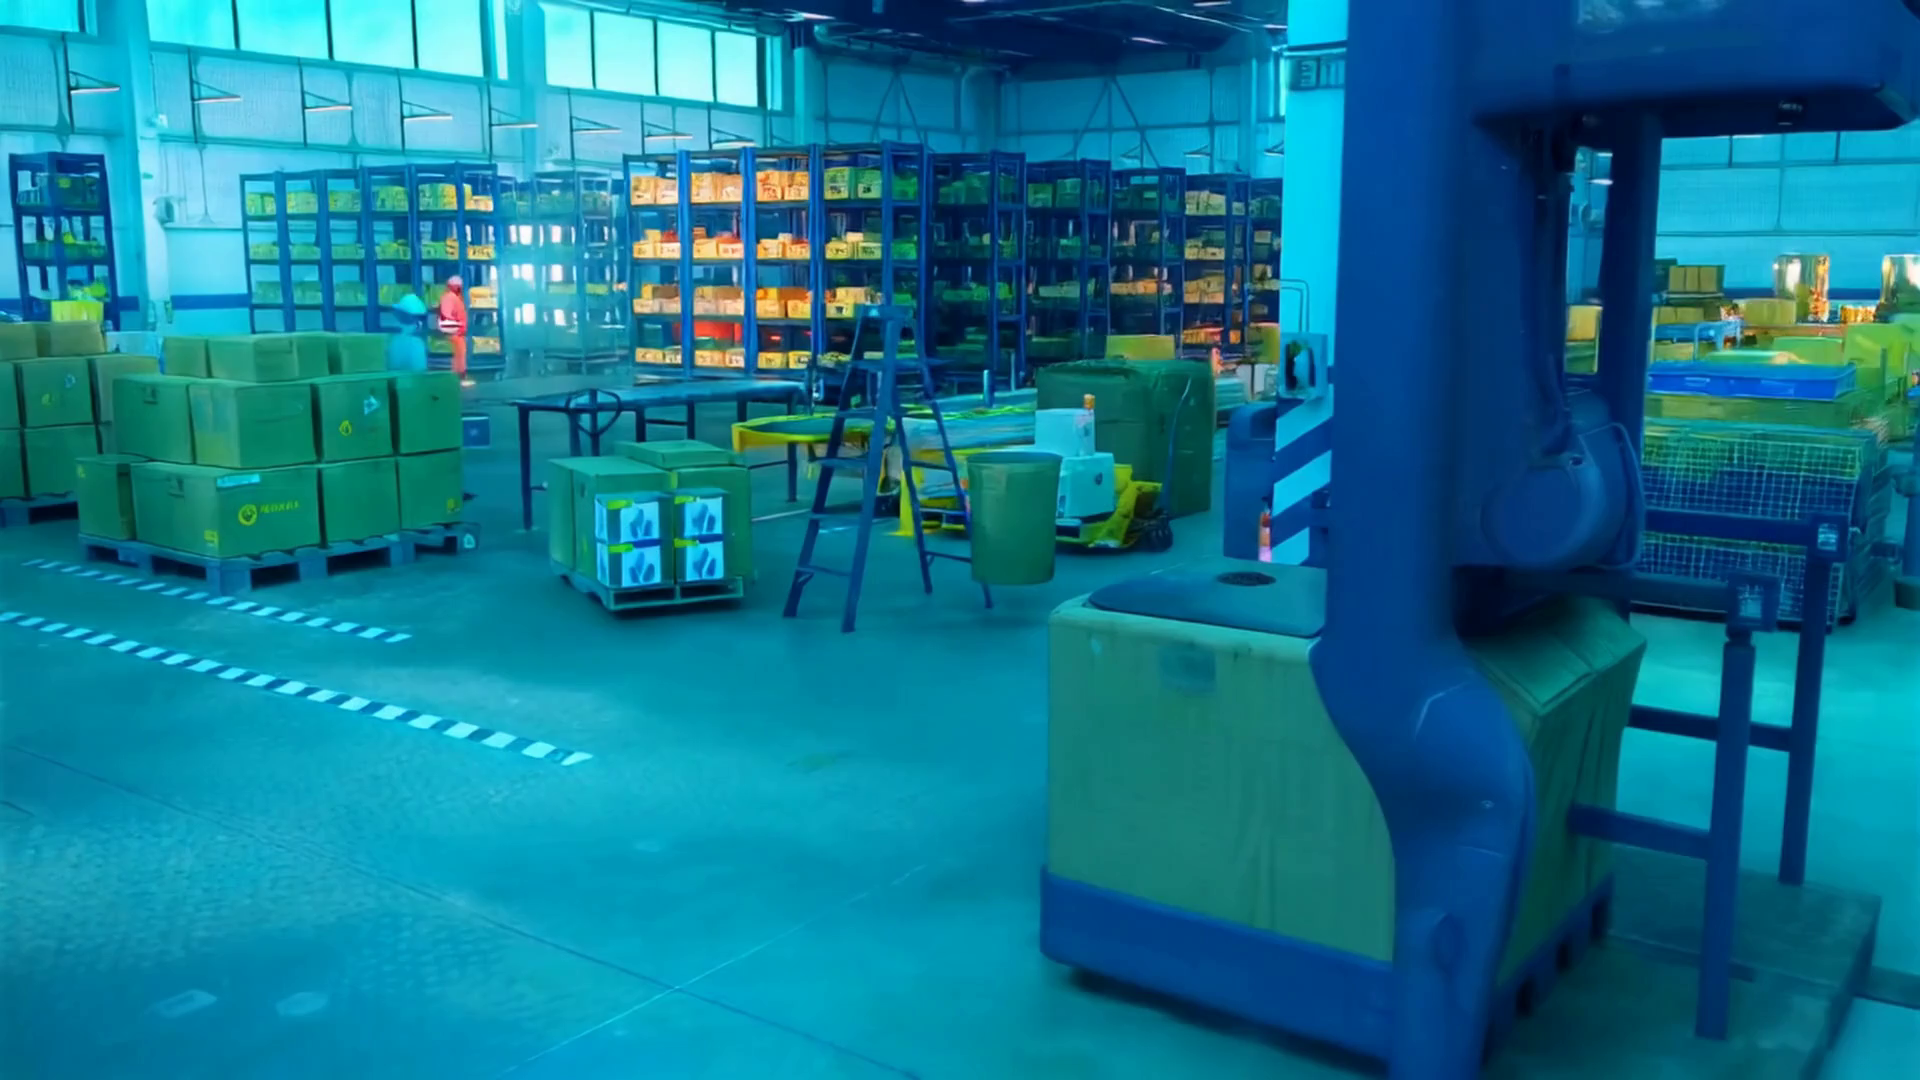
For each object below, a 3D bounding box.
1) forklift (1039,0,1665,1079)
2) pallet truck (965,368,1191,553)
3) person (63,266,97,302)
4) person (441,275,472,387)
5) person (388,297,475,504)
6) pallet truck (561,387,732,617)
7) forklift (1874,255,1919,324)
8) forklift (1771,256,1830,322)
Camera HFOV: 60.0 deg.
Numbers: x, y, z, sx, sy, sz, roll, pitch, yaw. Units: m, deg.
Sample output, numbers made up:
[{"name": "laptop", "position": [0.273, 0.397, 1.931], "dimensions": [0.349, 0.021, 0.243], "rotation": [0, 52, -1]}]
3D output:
[{"name": "forklift", "position": [1.249, -0.137, 4.360], "dimensions": [1.873, 2.768, 1.129], "rotation": [7, 12, 35]}, {"name": "pallet truck", "position": [0.845, -0.609, 11.869], "dimensions": [1.630, 1.274, 0.653], "rotation": [7, 12, 35]}, {"name": "person", "position": [-11.817, -2.710, 22.448], "dimensions": [0.397, 1.949, 0.603], "rotation": [-2, 10, -12]}, {"name": "person", "position": [-8.111, -3.347, 26.733], "dimensions": [0.411, 1.785, 0.624], "rotation": [-1, 10, -7]}, {"name": "person", "position": [-4.366, -1.081, 13.409], "dimensions": [0.547, 1.724, 0.862], "rotation": [8, 13, 41]}, {"name": "pallet truck", "position": [-1.981, -0.274, 10.088], "dimensions": [0.680, 1.201, 1.601], "rotation": [-5, 11, -28]}, {"name": "forklift", "position": [22.089, -5.634, 38.796], "dimensions": [1.157, 1.987, 2.680], "rotation": [6, 11, 33]}, {"name": "forklift", "position": [20.253, -5.854, 40.139], "dimensions": [1.157, 1.987, 2.680], "rotation": [7, 12, 35]}]
